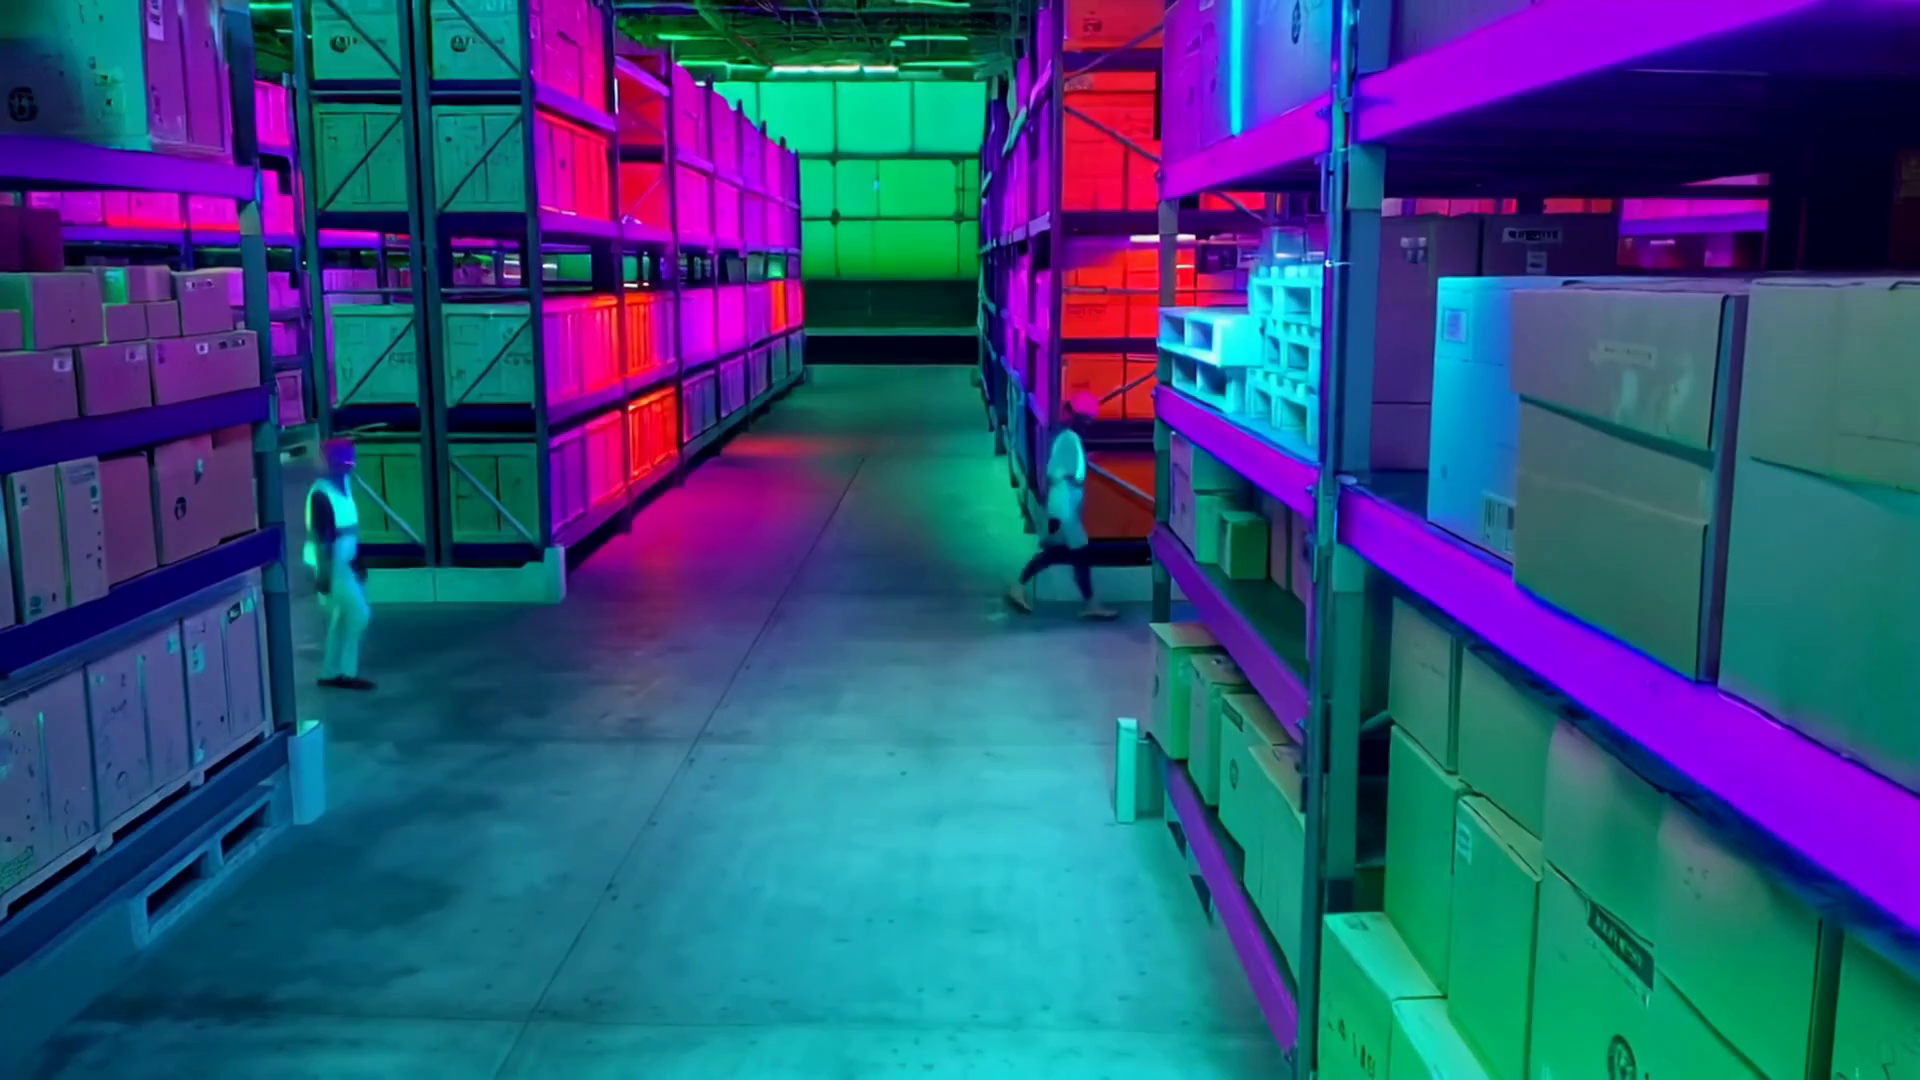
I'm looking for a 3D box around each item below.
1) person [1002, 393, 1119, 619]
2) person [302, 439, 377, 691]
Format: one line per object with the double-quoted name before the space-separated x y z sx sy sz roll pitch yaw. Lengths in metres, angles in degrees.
"person" 0.845 -0.294 14.426 1.002 1.989 0.638 1 9 7
"person" -4.413 0.184 11.976 0.581 1.827 0.569 -2 9 -11
